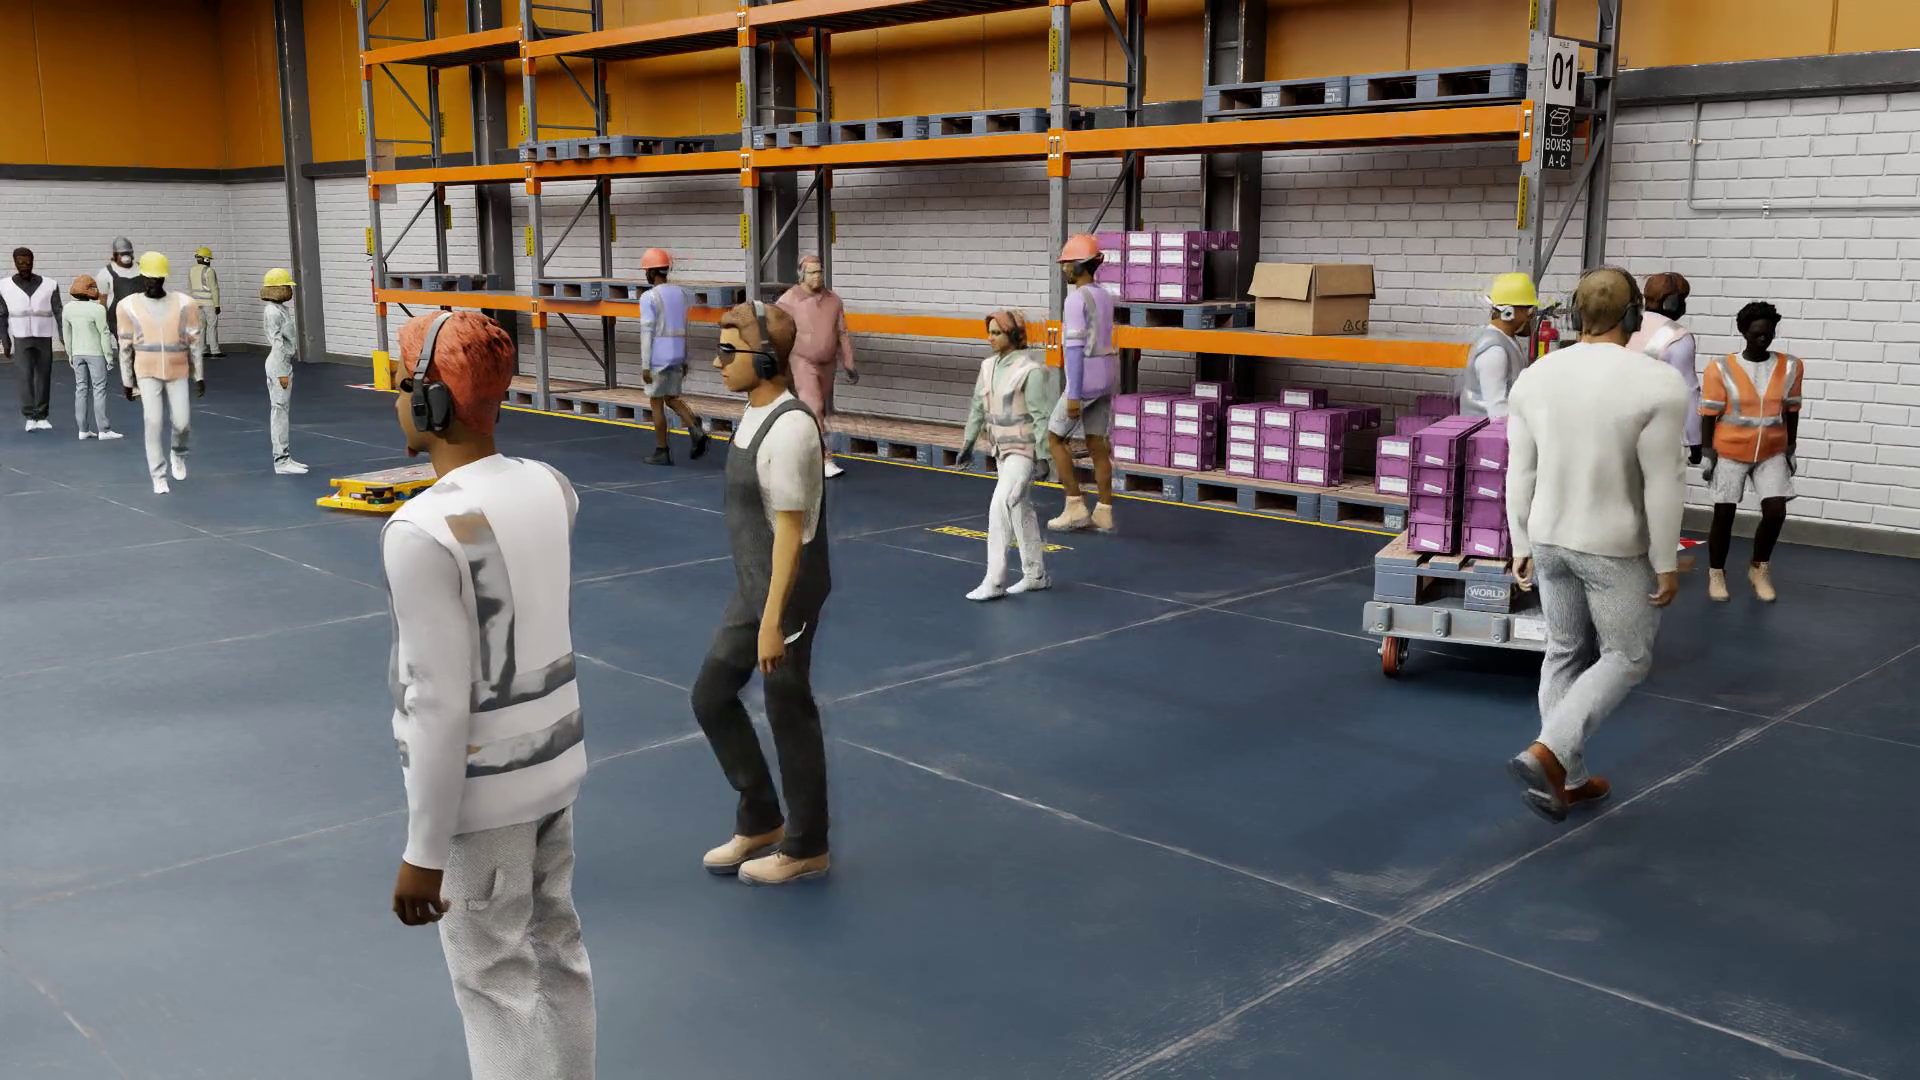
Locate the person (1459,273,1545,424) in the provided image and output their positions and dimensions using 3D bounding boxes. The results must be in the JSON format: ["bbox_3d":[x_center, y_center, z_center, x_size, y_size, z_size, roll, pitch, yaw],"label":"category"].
[{"bbox_3d":[3.004,-0.542,9.115,0.521,1.814,0.609,5,11,24],"label":"person"}]

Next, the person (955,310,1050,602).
[{"bbox_3d":[0.218,-0.460,9.234,0.726,1.608,0.523,-6,12,-28],"label":"person"}]

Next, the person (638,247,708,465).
[{"bbox_3d":[-2.541,-1.592,14.559,0.569,1.918,0.566,7,13,35],"label":"person"}]

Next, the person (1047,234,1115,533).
[{"bbox_3d":[0.816,-1.045,11.291,0.602,2.019,0.633,6,12,29],"label":"person"}]

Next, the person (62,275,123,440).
[{"bbox_3d":[-8.636,-1.809,16.519,0.509,1.631,0.269,3,11,13],"label":"person"}]

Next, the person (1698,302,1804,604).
[{"bbox_3d":[4.301,-0.467,9.102,0.551,1.666,0.431,1,10,7],"label":"person"}]

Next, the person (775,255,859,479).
[{"bbox_3d":[-1.216,-1.461,14.029,0.639,1.860,1.000,-9,13,-39],"label":"person"}]

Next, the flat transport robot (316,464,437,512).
[{"bbox_3d":[-4.113,-0.423,12.677,0.652,0.197,1.431,5,12,27],"label":"flat transport robot"}]

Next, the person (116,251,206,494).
[{"bbox_3d":[-6.312,-1.326,13.170,0.622,1.903,0.611,-6,12,-30],"label":"person"}]

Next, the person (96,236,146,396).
[{"bbox_3d":[-10.578,-2.864,21.161,0.683,2.000,0.774,-10,14,-42],"label":"person"}]

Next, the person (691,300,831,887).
[{"bbox_3d":[-0.634,0.190,5.078,0.534,1.828,0.556,-4,11,-21],"label":"person"}]

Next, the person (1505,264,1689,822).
[{"bbox_3d":[2.104,0.038,5.647,0.614,1.926,0.641,-8,13,-37],"label":"person"}]

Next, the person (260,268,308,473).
[{"bbox_3d":[-5.775,-1.440,14.211,0.294,1.744,0.484,-4,11,-20],"label":"person"}]

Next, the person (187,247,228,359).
[{"bbox_3d":[-12.357,-3.882,27.303,0.586,1.825,0.403,5,12,25],"label":"person"}]

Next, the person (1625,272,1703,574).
[{"bbox_3d":[4.042,-0.616,9.524,0.828,1.810,0.651,-3,11,-15],"label":"person"}]

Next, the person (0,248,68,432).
[{"bbox_3d":[-9.544,-2.059,17.188,0.617,1.883,0.880,-8,13,-36],"label":"person"}]

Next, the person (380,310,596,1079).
[{"bbox_3d":[-0.922,0.500,3.250,0.362,1.882,0.576,2,11,13],"label":"person"}]
